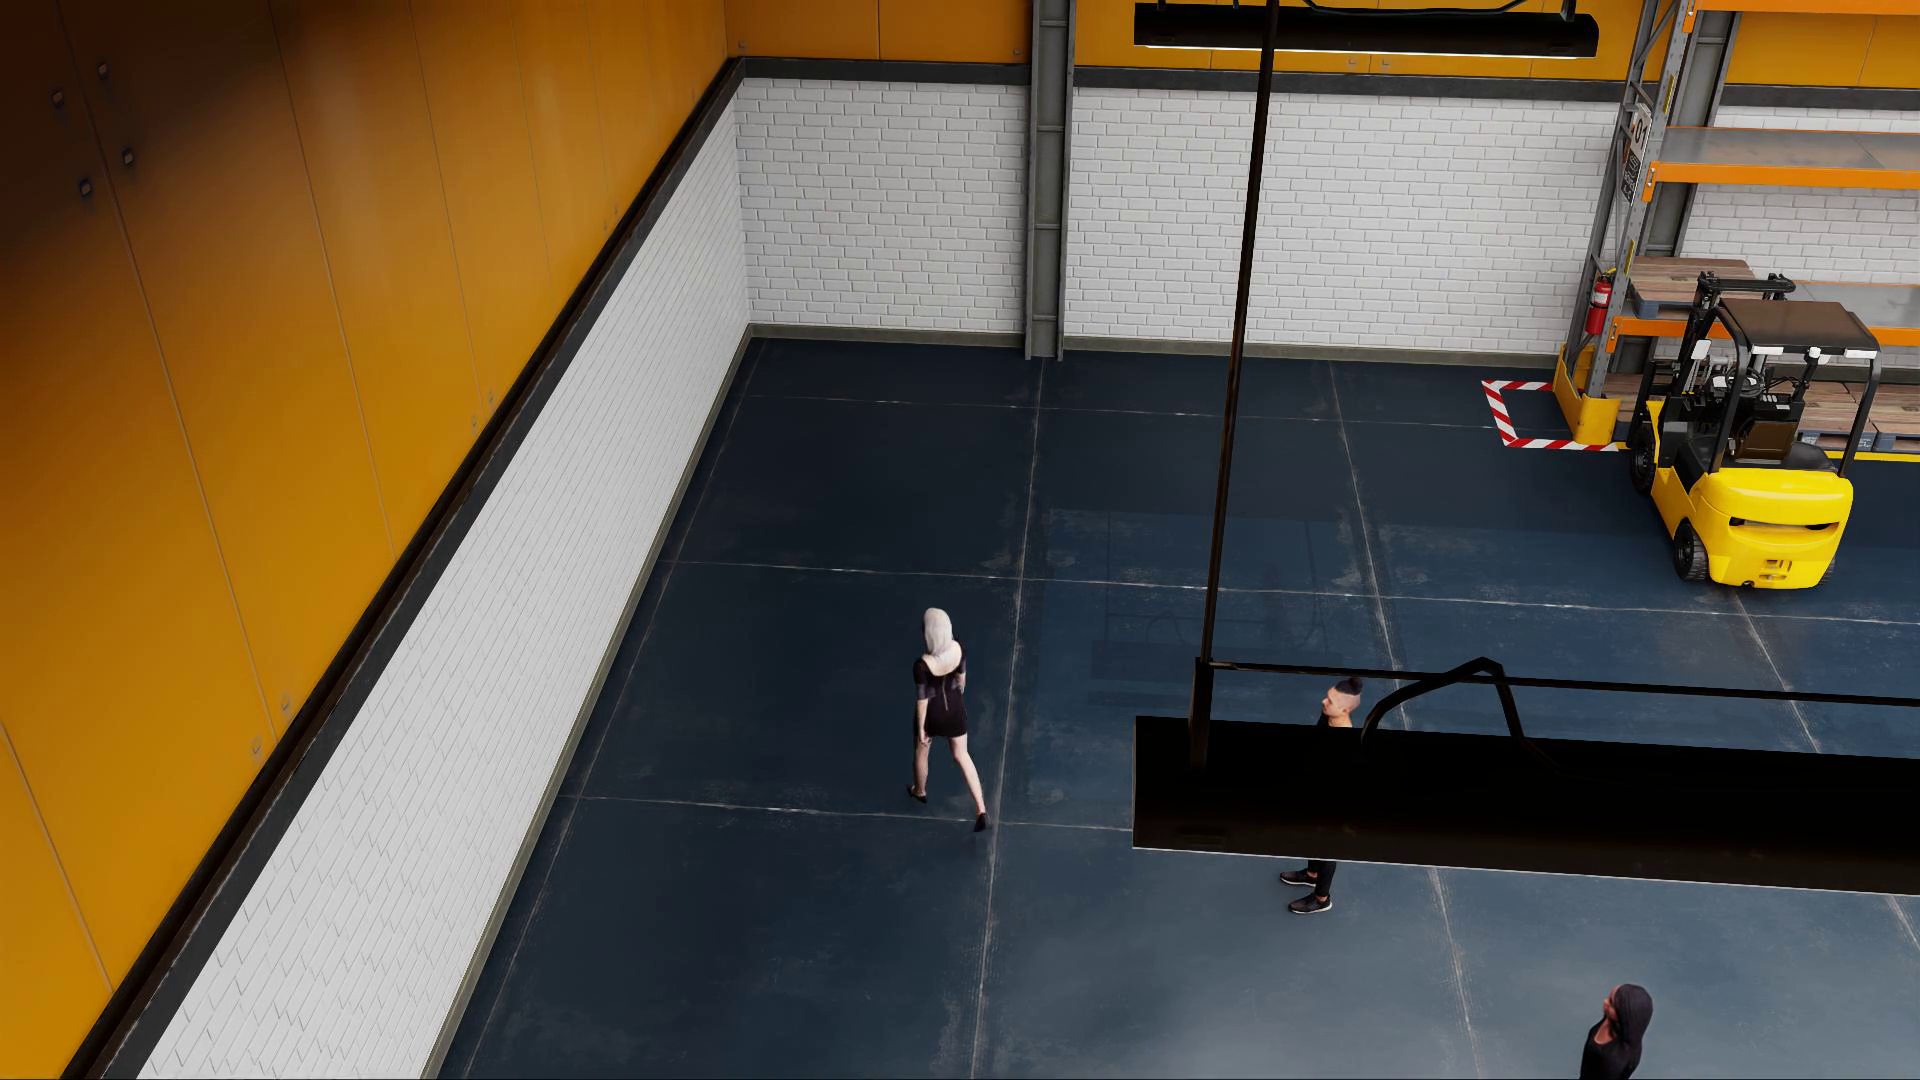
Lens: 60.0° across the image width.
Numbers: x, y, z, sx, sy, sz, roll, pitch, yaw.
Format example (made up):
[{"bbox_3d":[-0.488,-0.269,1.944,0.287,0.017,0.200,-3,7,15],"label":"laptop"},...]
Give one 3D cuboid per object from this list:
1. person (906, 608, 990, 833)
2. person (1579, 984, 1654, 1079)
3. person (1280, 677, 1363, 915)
[{"bbox_3d":[-0.074,1.222,11.202,1.083,1.806,1.053,-19,38,-27],"label":"person"},{"bbox_3d":[3.333,2.940,8.692,0.594,1.722,0.651,12,35,17],"label":"person"},{"bbox_3d":[2.341,1.597,10.584,0.620,1.864,0.705,-1,34,-2],"label":"person"}]
